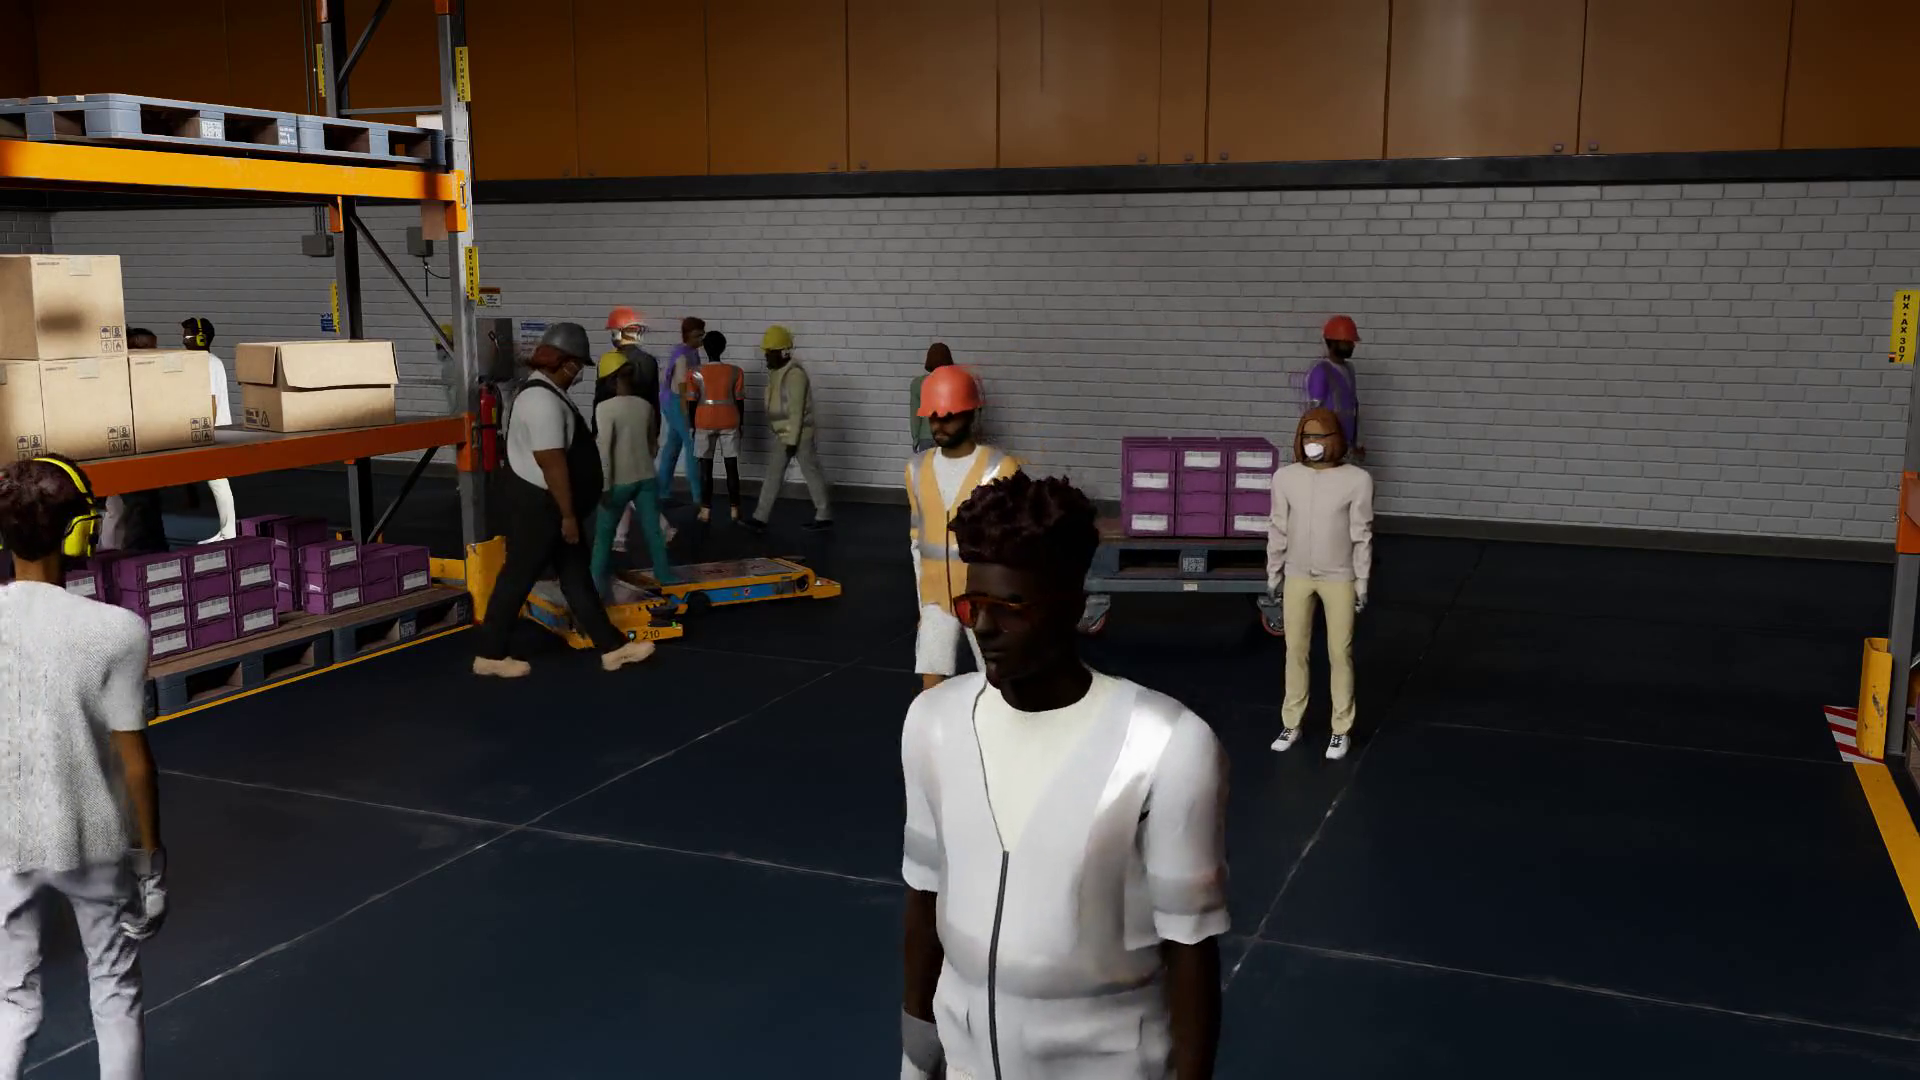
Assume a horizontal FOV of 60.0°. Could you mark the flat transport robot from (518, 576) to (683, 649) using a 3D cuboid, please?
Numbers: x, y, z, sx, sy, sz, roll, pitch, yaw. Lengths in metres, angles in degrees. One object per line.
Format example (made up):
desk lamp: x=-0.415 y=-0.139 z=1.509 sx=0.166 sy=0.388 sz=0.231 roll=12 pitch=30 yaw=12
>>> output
flat transport robot: x=-2.317 y=0.424 z=10.421 sx=0.652 sy=0.197 sz=1.431 roll=-6 pitch=11 yaw=-31

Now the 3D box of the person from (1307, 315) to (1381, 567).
person: x=2.807 y=-0.772 z=12.753 sx=0.915 sy=1.909 sz=0.553 roll=7 pitch=12 yaw=36

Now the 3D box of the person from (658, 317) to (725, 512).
person: x=-2.523 y=-1.160 z=15.404 sx=0.752 sy=1.793 sz=0.610 roll=-1 pitch=9 yaw=-4

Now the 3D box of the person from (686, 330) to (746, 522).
person: x=-2.163 y=-1.005 z=14.767 sx=0.528 sy=1.700 sz=0.317 roll=-3 pitch=10 yaw=-17

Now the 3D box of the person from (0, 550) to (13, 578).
person: x=-6.002 y=-0.354 z=10.252 sx=0.643 sy=1.891 sz=0.448 roll=6 pitch=11 yaw=33

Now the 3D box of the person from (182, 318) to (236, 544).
person: x=-5.992 y=-0.842 z=13.303 sx=0.316 sy=1.861 sz=0.514 roll=-4 pitch=10 yaw=-23

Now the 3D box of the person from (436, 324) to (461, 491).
person: x=-5.019 y=-1.292 z=16.511 sx=0.327 sy=1.700 sz=0.636 roll=-4 pitch=10 yaw=-22

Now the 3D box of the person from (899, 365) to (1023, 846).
person: x=0.046 y=0.220 z=6.815 sx=0.562 sy=1.889 sz=1.010 roll=4 pitch=10 yaw=24

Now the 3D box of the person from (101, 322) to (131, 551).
person: x=-5.744 y=-0.564 z=11.519 sx=0.593 sy=1.884 sz=0.669 roll=-3 pitch=10 yaw=-18

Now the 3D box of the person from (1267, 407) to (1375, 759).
person: x=1.660 y=0.195 z=7.706 sx=0.498 sy=1.628 sz=0.275 roll=5 pitch=11 yaw=29

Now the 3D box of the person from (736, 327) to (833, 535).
person: x=-1.456 y=-0.903 z=13.971 sx=0.940 sy=1.757 sz=0.596 roll=-6 pitch=11 yaw=-33

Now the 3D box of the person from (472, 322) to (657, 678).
person: x=-2.239 y=-0.248 z=9.145 sx=1.016 sy=2.000 sz=0.701 roll=-1 pitch=9 yaw=-8

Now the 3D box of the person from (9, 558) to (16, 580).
person: x=-6.107 y=-0.378 z=10.384 sx=0.675 sy=1.881 sz=0.536 roll=7 pitch=11 yaw=35

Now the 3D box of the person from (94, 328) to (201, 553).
person: x=-5.051 y=-0.382 z=10.459 sx=0.616 sy=1.872 sz=0.954 roll=4 pitch=10 yaw=25

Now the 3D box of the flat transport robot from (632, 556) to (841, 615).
flat transport robot: x=-1.583 y=0.298 z=11.189 sx=1.431 sy=0.197 sz=0.652 roll=-6 pitch=11 yaw=-31

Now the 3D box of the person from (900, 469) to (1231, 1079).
person: x=0.173 y=0.844 z=2.788 sx=0.625 sy=1.951 sz=0.485 roll=7 pitch=11 yaw=35

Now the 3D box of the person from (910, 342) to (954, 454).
person: x=-0.167 y=-0.824 z=13.857 sx=0.500 sy=1.636 sz=0.280 roll=2 pitch=10 yaw=10

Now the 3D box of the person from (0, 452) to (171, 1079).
person: x=-2.077 y=0.732 z=3.771 sx=0.528 sy=1.852 sz=0.710 roll=-1 pitch=9 yaw=-7

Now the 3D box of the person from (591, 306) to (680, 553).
person: x=-2.545 y=-0.834 z=12.951 sx=0.888 sy=1.964 sz=0.616 roll=5 pitch=10 yaw=27

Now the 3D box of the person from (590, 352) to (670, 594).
person: x=-2.228 y=-0.368 z=10.903 sx=0.925 sy=1.690 sz=0.581 roll=8 pitch=12 yaw=39
